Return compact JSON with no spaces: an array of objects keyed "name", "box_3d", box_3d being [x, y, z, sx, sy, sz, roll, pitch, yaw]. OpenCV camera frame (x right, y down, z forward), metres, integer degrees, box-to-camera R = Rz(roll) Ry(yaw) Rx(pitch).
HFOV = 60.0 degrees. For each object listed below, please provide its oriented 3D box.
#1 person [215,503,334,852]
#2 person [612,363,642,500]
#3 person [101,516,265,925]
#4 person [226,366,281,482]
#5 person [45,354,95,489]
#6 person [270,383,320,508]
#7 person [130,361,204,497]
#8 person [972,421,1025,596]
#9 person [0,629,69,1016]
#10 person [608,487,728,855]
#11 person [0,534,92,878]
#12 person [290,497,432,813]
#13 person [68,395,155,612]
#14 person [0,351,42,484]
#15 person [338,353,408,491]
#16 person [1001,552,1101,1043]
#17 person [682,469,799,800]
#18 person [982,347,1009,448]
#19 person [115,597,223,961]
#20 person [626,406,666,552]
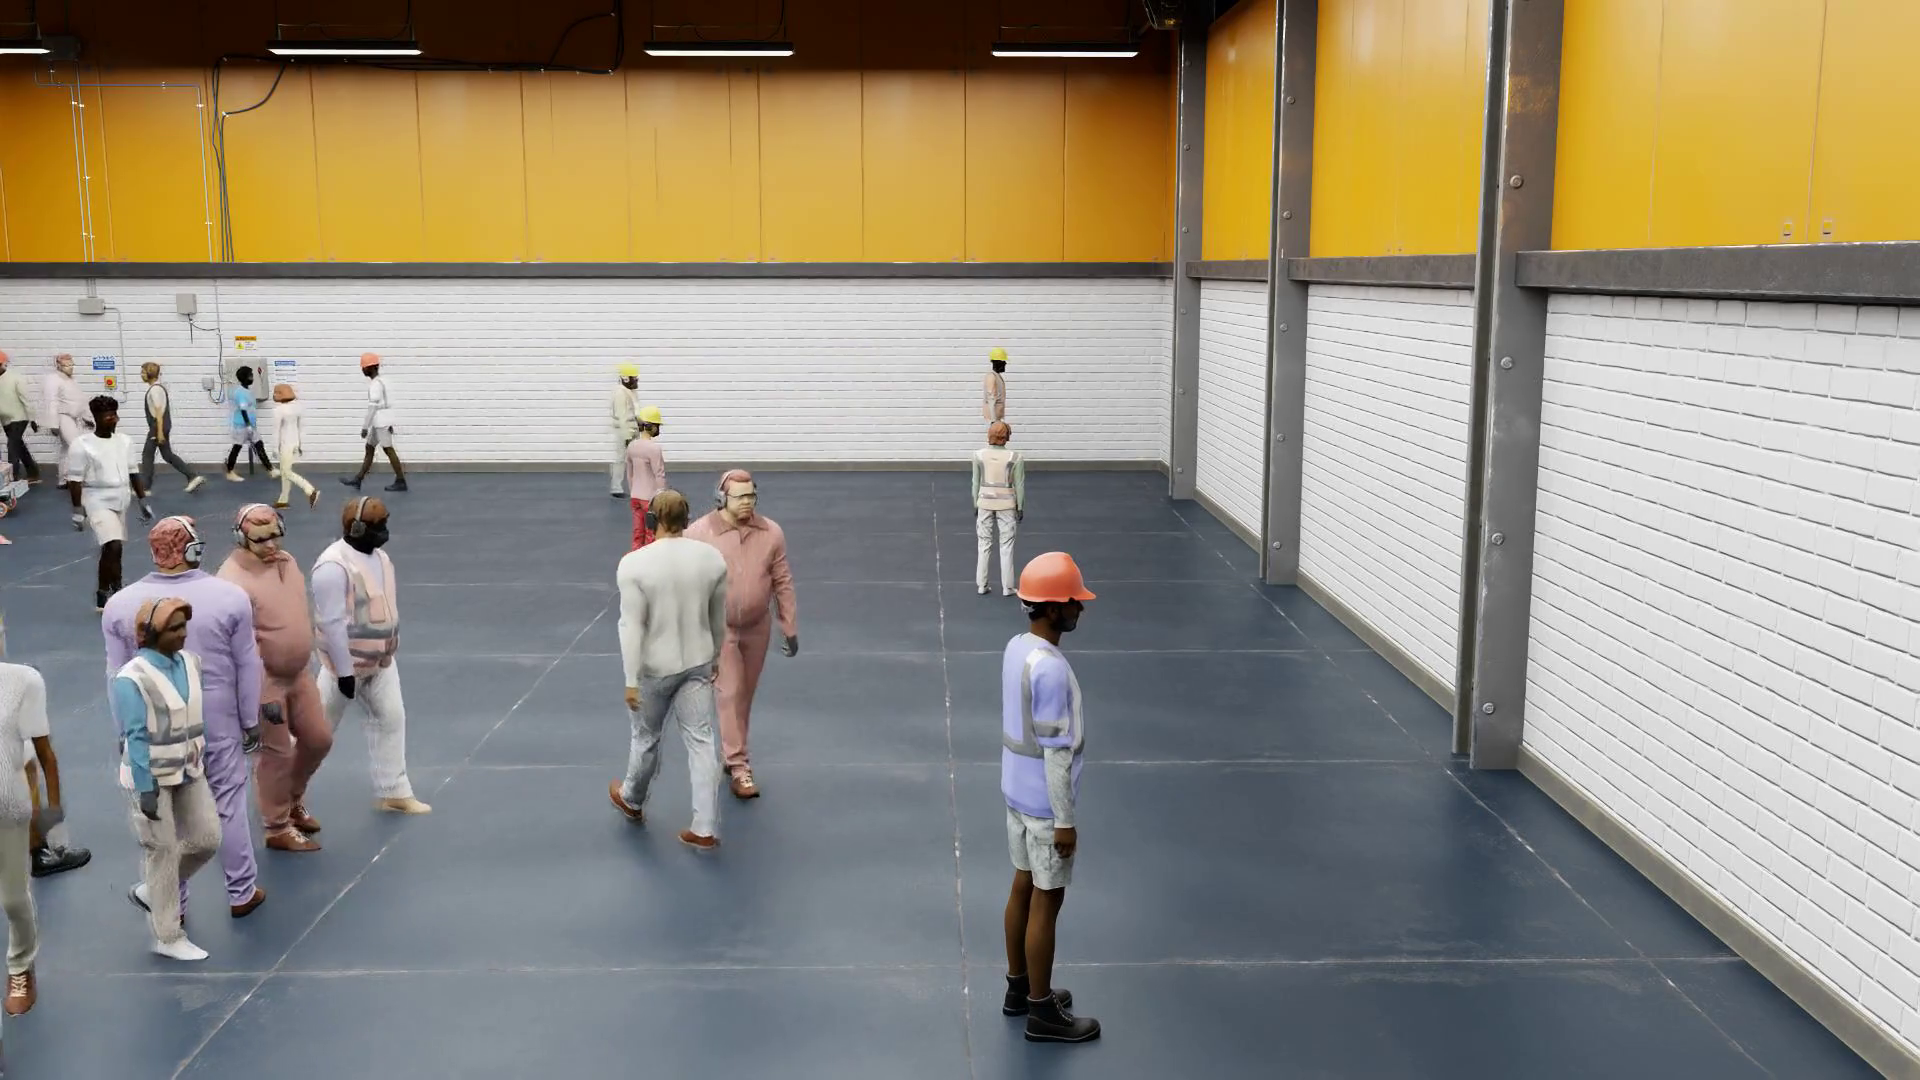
[{"name":"person","box_3d":[-3.509,0.727,8.542,0.430,1.872,0.676,2,10,13]},{"name":"person","box_3d":[-4.217,-1.407,21.763,0.826,1.802,0.625,1,9,8]},{"name":"person","box_3d":[-3.577,0.836,7.721,0.642,1.905,0.399,-3,10,-18]},{"name":"person","box_3d":[-10.076,-1.638,23.645,0.872,1.644,0.545,-1,9,-7]},{"name":"person","box_3d":[-12.204,-1.617,22.846,0.611,1.871,0.670,-2,9,-10]},{"name":"person","box_3d":[-8.413,-1.175,20.931,0.709,1.608,0.504,2,9,11]},{"name":"person","box_3d":[-10.668,-1.488,22.265,0.894,1.815,0.521,-3,10,-17]},{"name":"person","box_3d":[0.354,-0.288,15.451,0.509,1.629,0.315,3,10,15]},{"name":"person","box_3d":[-3.784,1.081,6.485,0.538,1.827,0.967,-5,10,-26]},{"name":"person","box_3d":[-1.559,0.660,8.827,0.661,1.886,1.005,-7,11,-35]},{"name":"person","box_3d":[-4.805,0.793,8.004,0.550,1.900,0.962,6,11,31]},{"name":"person","box_3d":[-3.450,0.653,9.212,0.912,1.813,0.643,2,10,13]},{"name":"person","box_3d":[-7.338,-0.291,14.496,0.802,1.933,0.618,3,10,19]},{"name":"person","box_3d":[-13.158,-1.678,23.097,0.644,1.931,0.875,3,10,17]},{"name":"person","box_3d":[-8.013,-1.582,22.576,0.978,1.884,0.563,-2,9,-13]},{"name":"person","box_3d":[0.348,1.005,6.577,0.358,1.938,0.542,-3,10,-16]},{"name":"person","box_3d":[-1.230,0.539,9.604,0.680,1.873,0.862,-6,11,-32]},{"name":"person","box_3d":[0.514,-1.765,23.591,0.387,1.926,0.591,1,9,8]},{"name":"person","box_3d":[-3.510,1.043,7.306,0.416,1.626,0.517,3,10,16]},{"name":"person","box_3d":[-2.898,-0.367,15.538,0.523,1.760,0.327,9,13,44]}]
